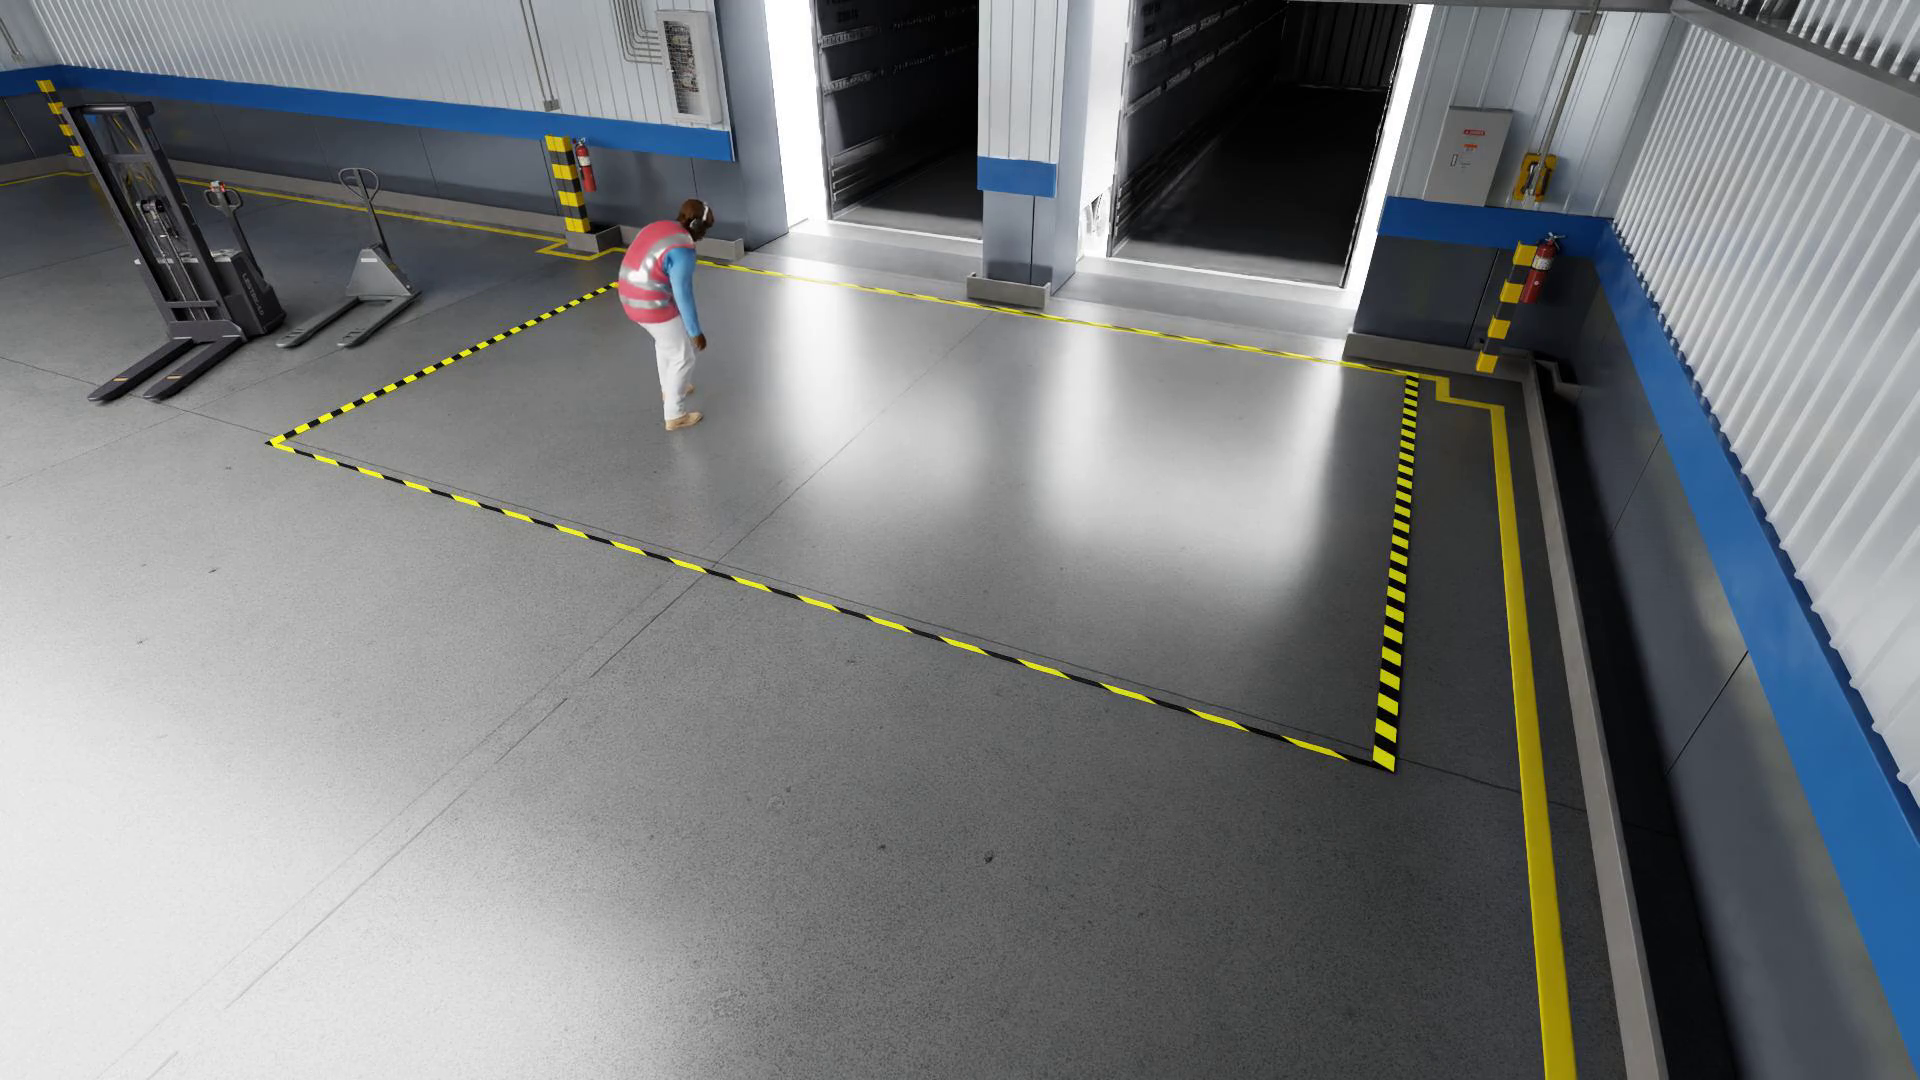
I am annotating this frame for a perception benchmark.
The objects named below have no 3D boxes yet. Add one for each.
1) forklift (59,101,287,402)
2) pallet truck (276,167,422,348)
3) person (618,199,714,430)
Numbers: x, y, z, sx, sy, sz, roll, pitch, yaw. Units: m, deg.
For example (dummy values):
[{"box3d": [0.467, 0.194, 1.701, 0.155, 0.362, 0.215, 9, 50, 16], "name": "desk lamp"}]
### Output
[{"box3d": [-6.686, -2.387, 7.434, 0.823, 1.965, 1.885, -3, 35, -5], "name": "forklift"}, {"box3d": [-5.732, -2.611, 8.414, 0.680, 1.201, 1.601, -1, 35, -1], "name": "pallet truck"}, {"box3d": [-2.114, -1.685, 6.810, 0.855, 1.575, 0.779, 30, 45, 35], "name": "person"}]
